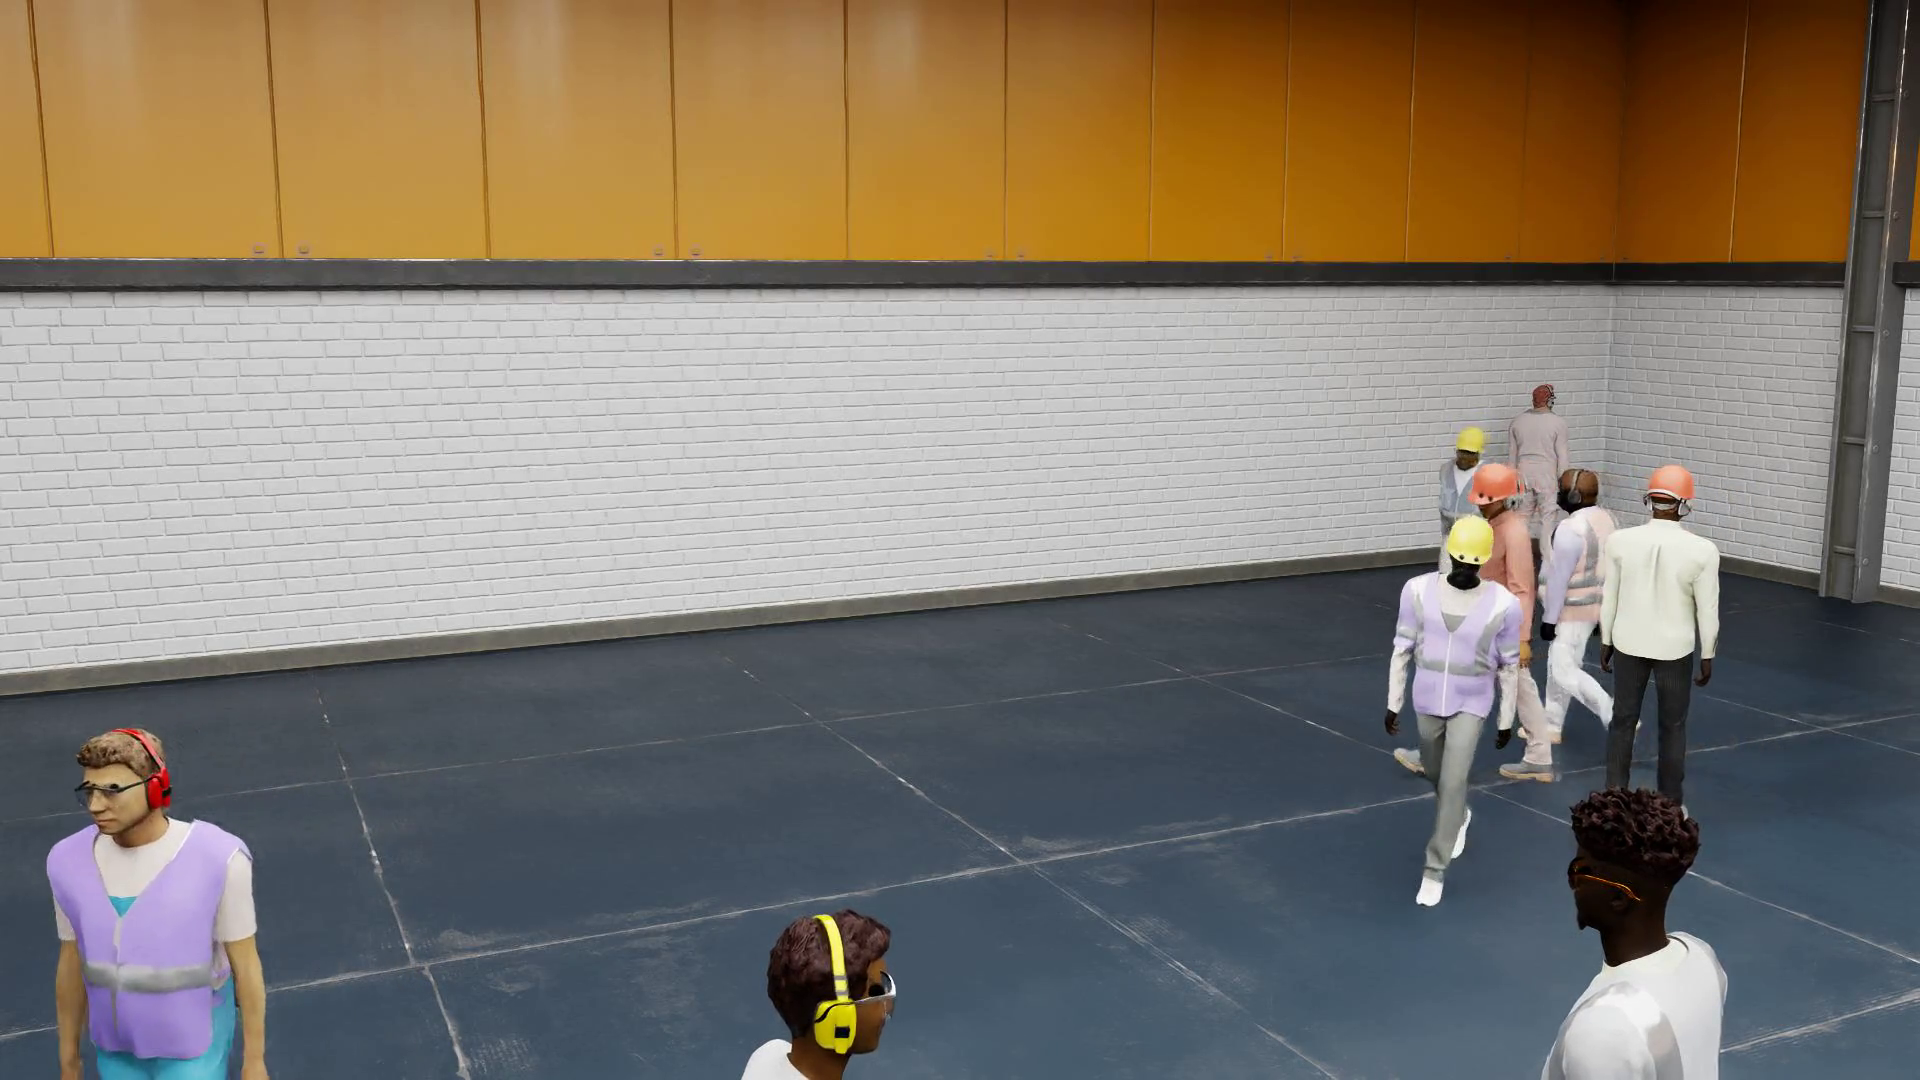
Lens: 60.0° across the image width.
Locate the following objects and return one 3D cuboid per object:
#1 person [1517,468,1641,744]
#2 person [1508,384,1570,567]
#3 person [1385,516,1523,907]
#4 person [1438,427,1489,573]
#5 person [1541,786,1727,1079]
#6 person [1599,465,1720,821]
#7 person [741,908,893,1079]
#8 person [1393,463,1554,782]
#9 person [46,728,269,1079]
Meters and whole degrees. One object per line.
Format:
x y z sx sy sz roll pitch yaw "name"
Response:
3.923 0.458 10.439 0.775 1.818 0.621 8 12 41 "person"
5.864 -0.616 16.810 0.409 1.909 0.639 -8 12 -42 "person"
2.466 0.779 8.241 0.613 1.886 0.927 6 11 32 "person"
4.125 -0.040 13.590 0.594 1.787 0.731 8 12 42 "person"
1.408 1.486 3.581 0.364 1.965 0.610 7 12 38 "person"
3.828 0.581 9.127 0.614 1.990 0.401 6 11 34 "person"
-0.280 1.606 3.183 0.329 1.861 0.506 -3 10 -20 "person"
3.097 0.496 9.837 0.993 1.917 0.680 2 9 11 "person"
-2.180 1.395 4.542 0.596 1.832 0.442 1 9 8 "person"
